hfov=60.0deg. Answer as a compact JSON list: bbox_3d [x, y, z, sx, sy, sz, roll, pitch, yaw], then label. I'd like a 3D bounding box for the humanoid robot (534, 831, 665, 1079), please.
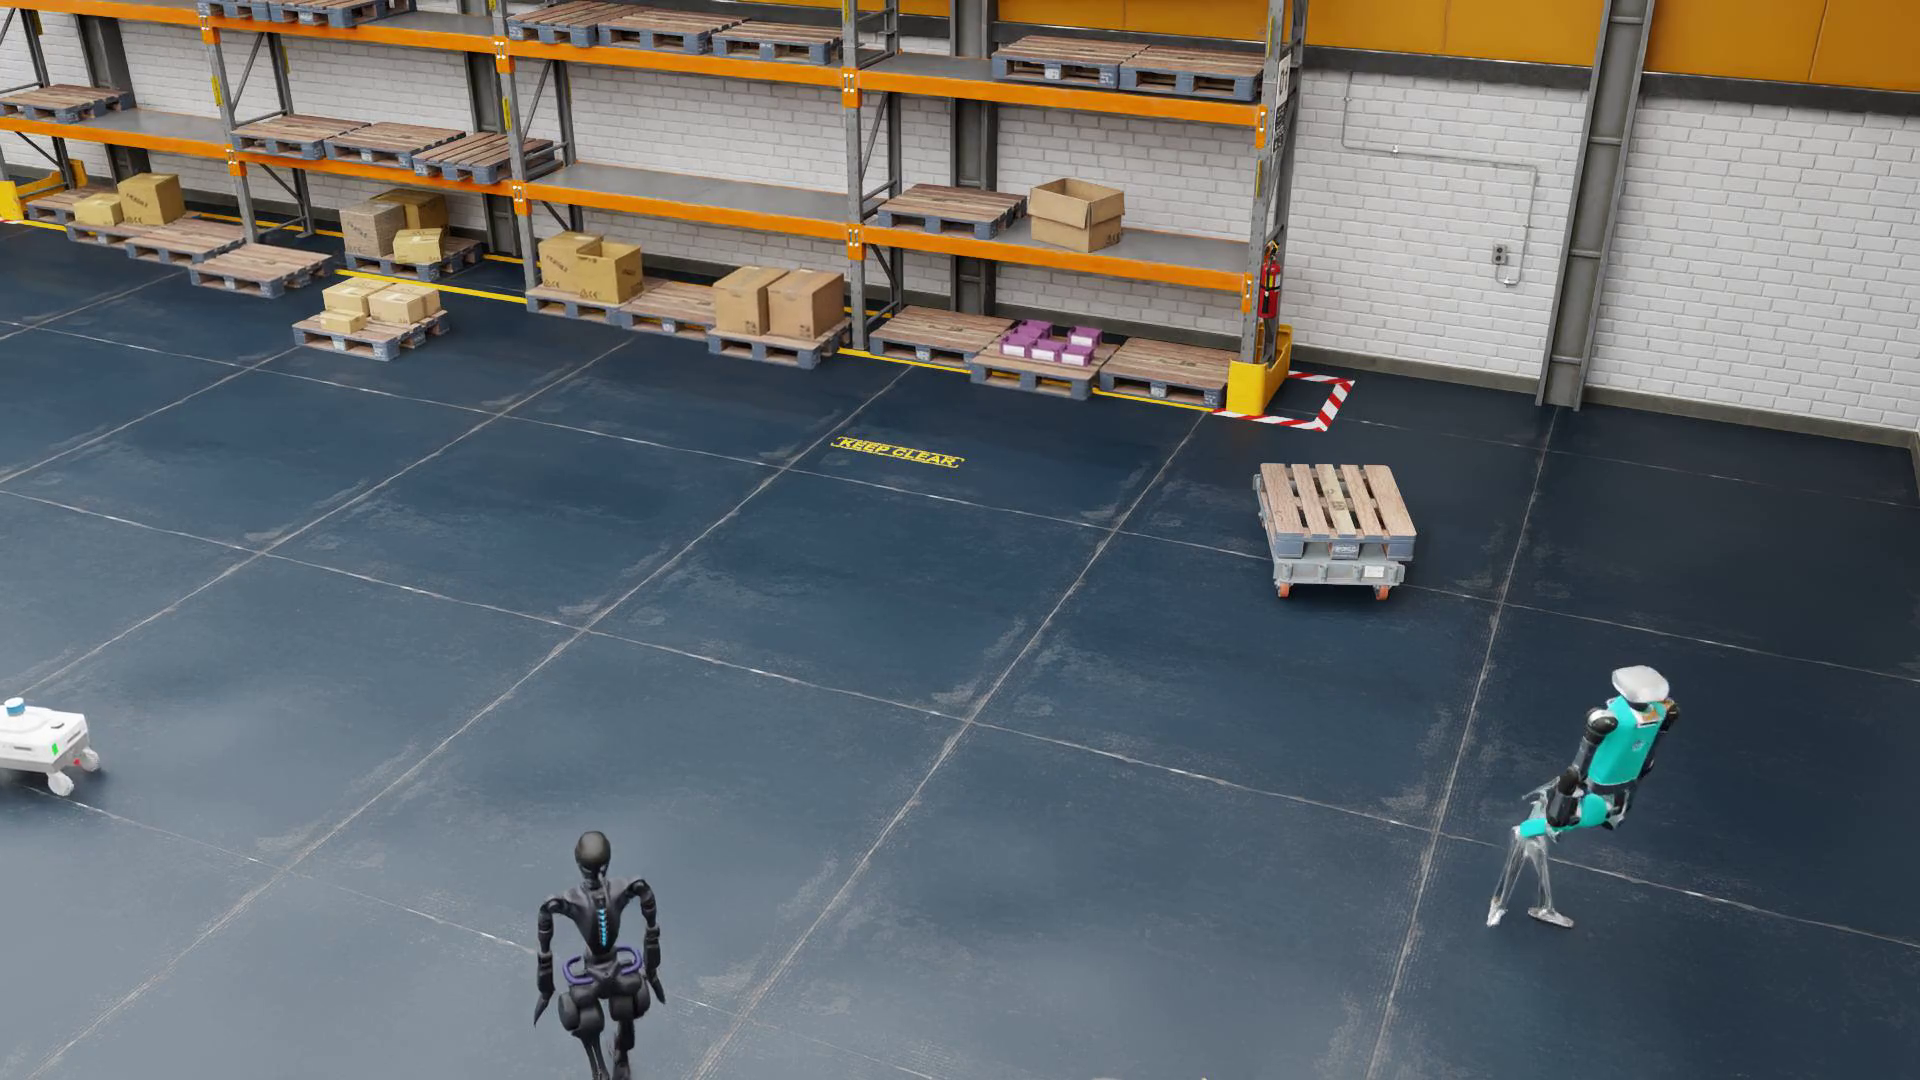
[{"bbox_3d":[-1.652,2.004,7.555,0.601,1.630,0.768,-11,29,-21],"label":"humanoid robot"}]

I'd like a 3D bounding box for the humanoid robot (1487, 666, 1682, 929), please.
[{"bbox_3d":[3.188,1.328,8.760,0.613,1.776,0.827,-10,29,-18],"label":"humanoid robot"}]

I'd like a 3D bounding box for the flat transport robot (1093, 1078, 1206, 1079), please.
[{"bbox_3d":[1.021,2.915,7.280,0.659,0.231,1.431,-6,28,-12],"label":"flat transport robot"}]

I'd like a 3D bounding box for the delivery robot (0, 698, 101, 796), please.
[{"bbox_3d":[-5.739,1.234,10.202,0.756,0.571,0.499,5,28,9],"label":"delivery robot"}]
